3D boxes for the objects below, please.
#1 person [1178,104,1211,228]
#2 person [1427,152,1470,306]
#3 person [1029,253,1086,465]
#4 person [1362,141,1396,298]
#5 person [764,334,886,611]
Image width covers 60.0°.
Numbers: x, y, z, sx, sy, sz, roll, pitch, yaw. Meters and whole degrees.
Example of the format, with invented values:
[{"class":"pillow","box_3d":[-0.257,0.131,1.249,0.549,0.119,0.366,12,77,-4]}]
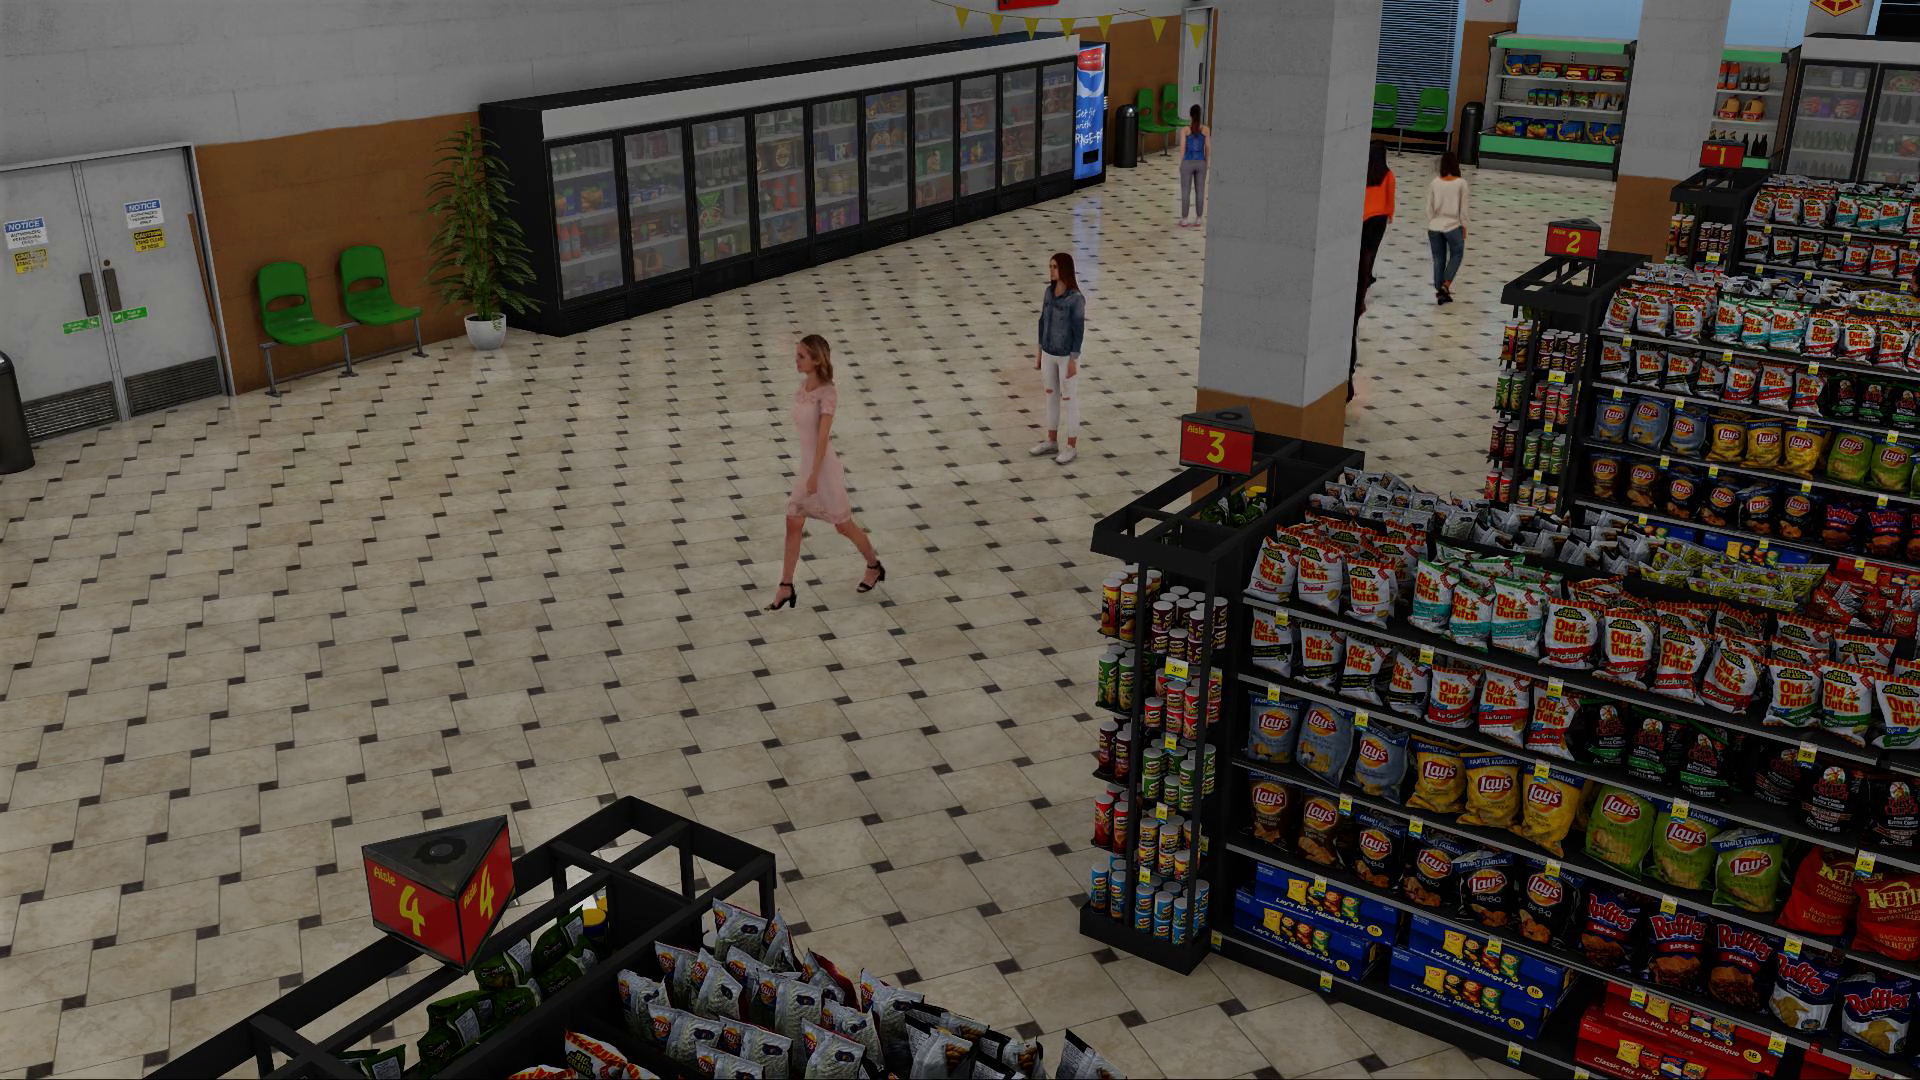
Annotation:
[{"class":"person","box_3d":[3.150,-5.052,22.433,0.633,1.608,0.710,-2,22,-4]},{"class":"person","box_3d":[5.285,-3.384,18.205,0.576,1.665,0.687,17,27,36]},{"class":"person","box_3d":[0.822,-1.479,13.415,0.713,1.703,0.528,-19,29,-39]},{"class":"person","box_3d":[4.553,-3.514,18.484,1.018,1.698,0.666,14,26,31]},{"class":"person","box_3d":[-0.798,-0.407,10.637,0.884,1.784,1.095,-14,26,-32]}]
